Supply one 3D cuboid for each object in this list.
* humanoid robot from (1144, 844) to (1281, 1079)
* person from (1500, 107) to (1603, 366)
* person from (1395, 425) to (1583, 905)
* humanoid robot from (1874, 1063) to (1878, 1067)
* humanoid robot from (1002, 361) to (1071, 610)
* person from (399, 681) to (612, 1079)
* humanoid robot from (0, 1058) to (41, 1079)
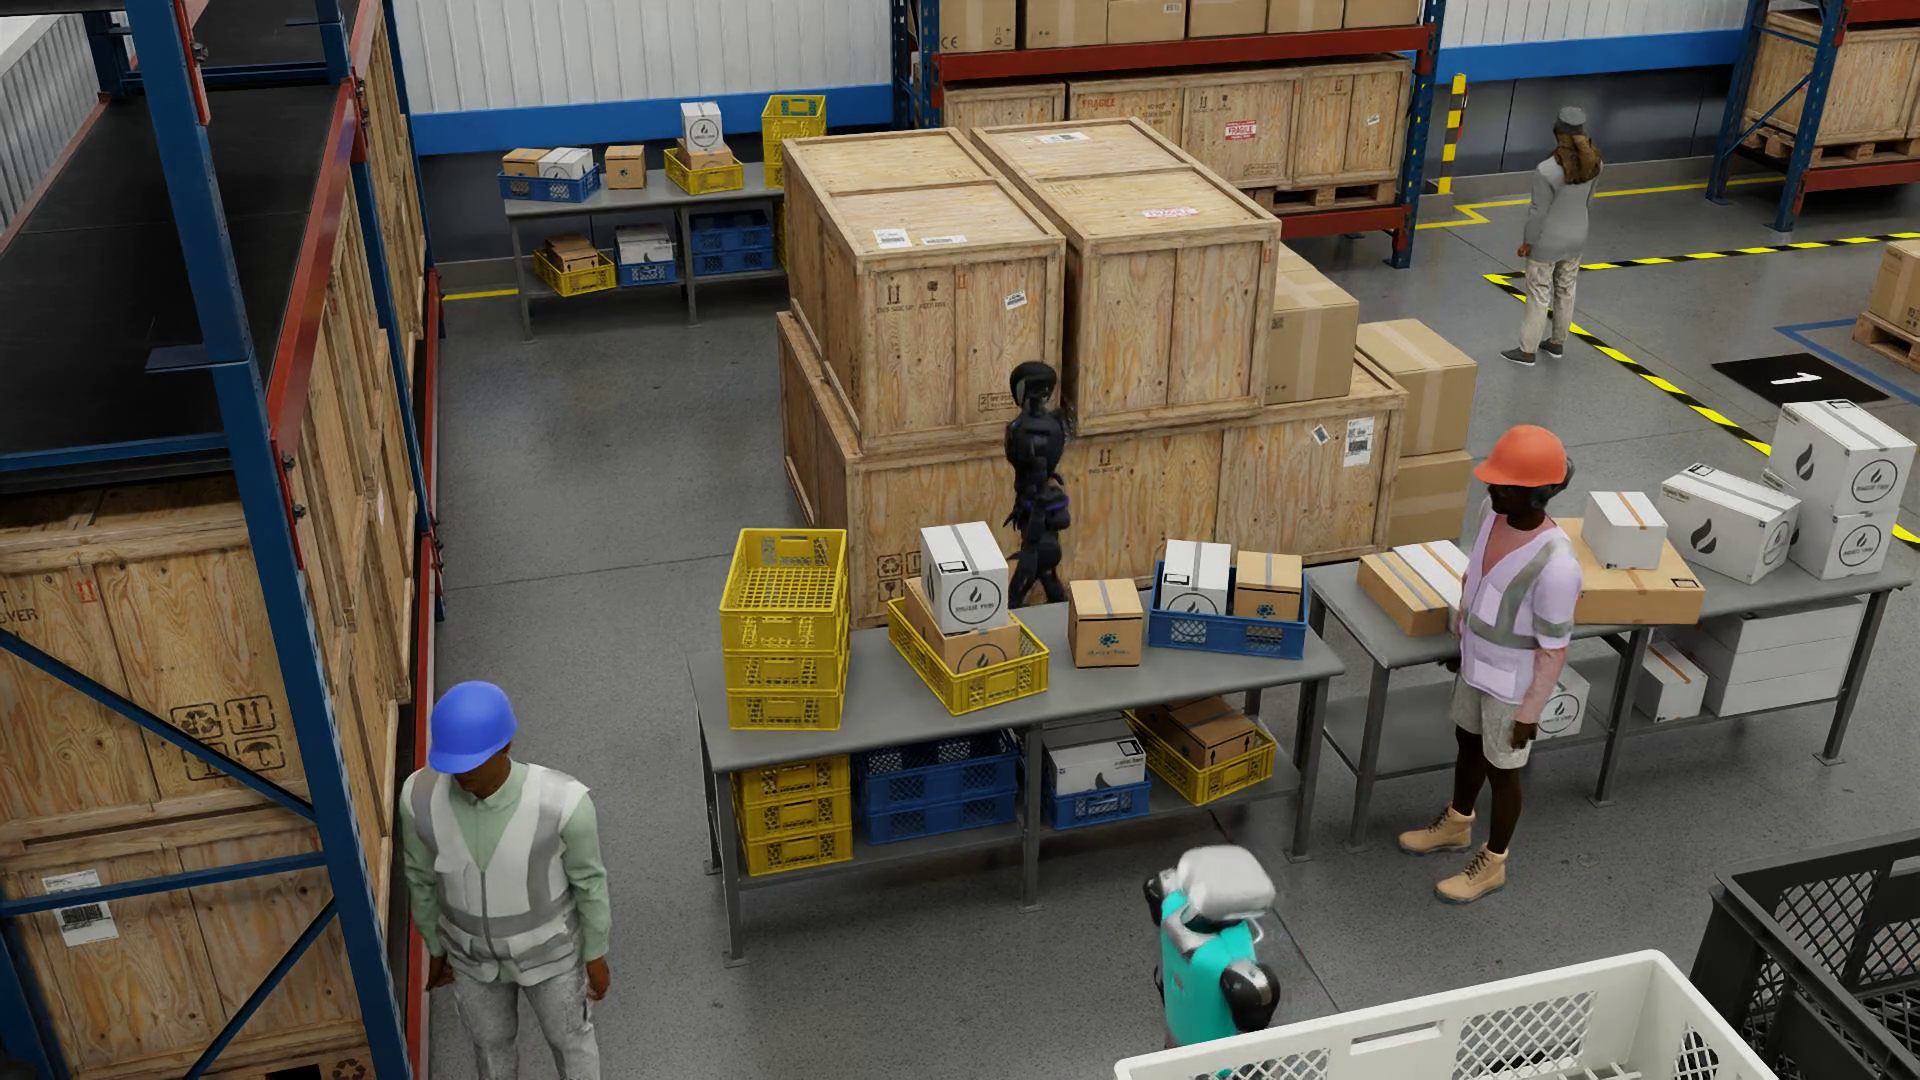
[{"bbox_3d":[0.846,1.553,4.753,0.950,1.743,0.537,-12,31,-21],"label":"humanoid robot"},{"bbox_3d":[4.038,-2.044,11.276,0.561,1.763,0.401,-14,32,-24],"label":"person"},{"bbox_3d":[2.044,0.497,6.378,0.388,2.044,0.606,-6,29,-10],"label":"person"},{"bbox_3d":[2.052,1.961,4.152,0.740,1.652,0.589,-20,35,-32],"label":"humanoid robot"},{"bbox_3d":[0.292,-0.093,7.847,0.733,1.630,0.589,-3,29,-5],"label":"humanoid robot"},{"bbox_3d":[-1.367,1.247,5.113,0.604,1.948,0.399,2,29,4],"label":"person"},{"bbox_3d":[-2.184,1.924,4.150,0.599,1.657,0.315,5,29,9],"label":"humanoid robot"}]
